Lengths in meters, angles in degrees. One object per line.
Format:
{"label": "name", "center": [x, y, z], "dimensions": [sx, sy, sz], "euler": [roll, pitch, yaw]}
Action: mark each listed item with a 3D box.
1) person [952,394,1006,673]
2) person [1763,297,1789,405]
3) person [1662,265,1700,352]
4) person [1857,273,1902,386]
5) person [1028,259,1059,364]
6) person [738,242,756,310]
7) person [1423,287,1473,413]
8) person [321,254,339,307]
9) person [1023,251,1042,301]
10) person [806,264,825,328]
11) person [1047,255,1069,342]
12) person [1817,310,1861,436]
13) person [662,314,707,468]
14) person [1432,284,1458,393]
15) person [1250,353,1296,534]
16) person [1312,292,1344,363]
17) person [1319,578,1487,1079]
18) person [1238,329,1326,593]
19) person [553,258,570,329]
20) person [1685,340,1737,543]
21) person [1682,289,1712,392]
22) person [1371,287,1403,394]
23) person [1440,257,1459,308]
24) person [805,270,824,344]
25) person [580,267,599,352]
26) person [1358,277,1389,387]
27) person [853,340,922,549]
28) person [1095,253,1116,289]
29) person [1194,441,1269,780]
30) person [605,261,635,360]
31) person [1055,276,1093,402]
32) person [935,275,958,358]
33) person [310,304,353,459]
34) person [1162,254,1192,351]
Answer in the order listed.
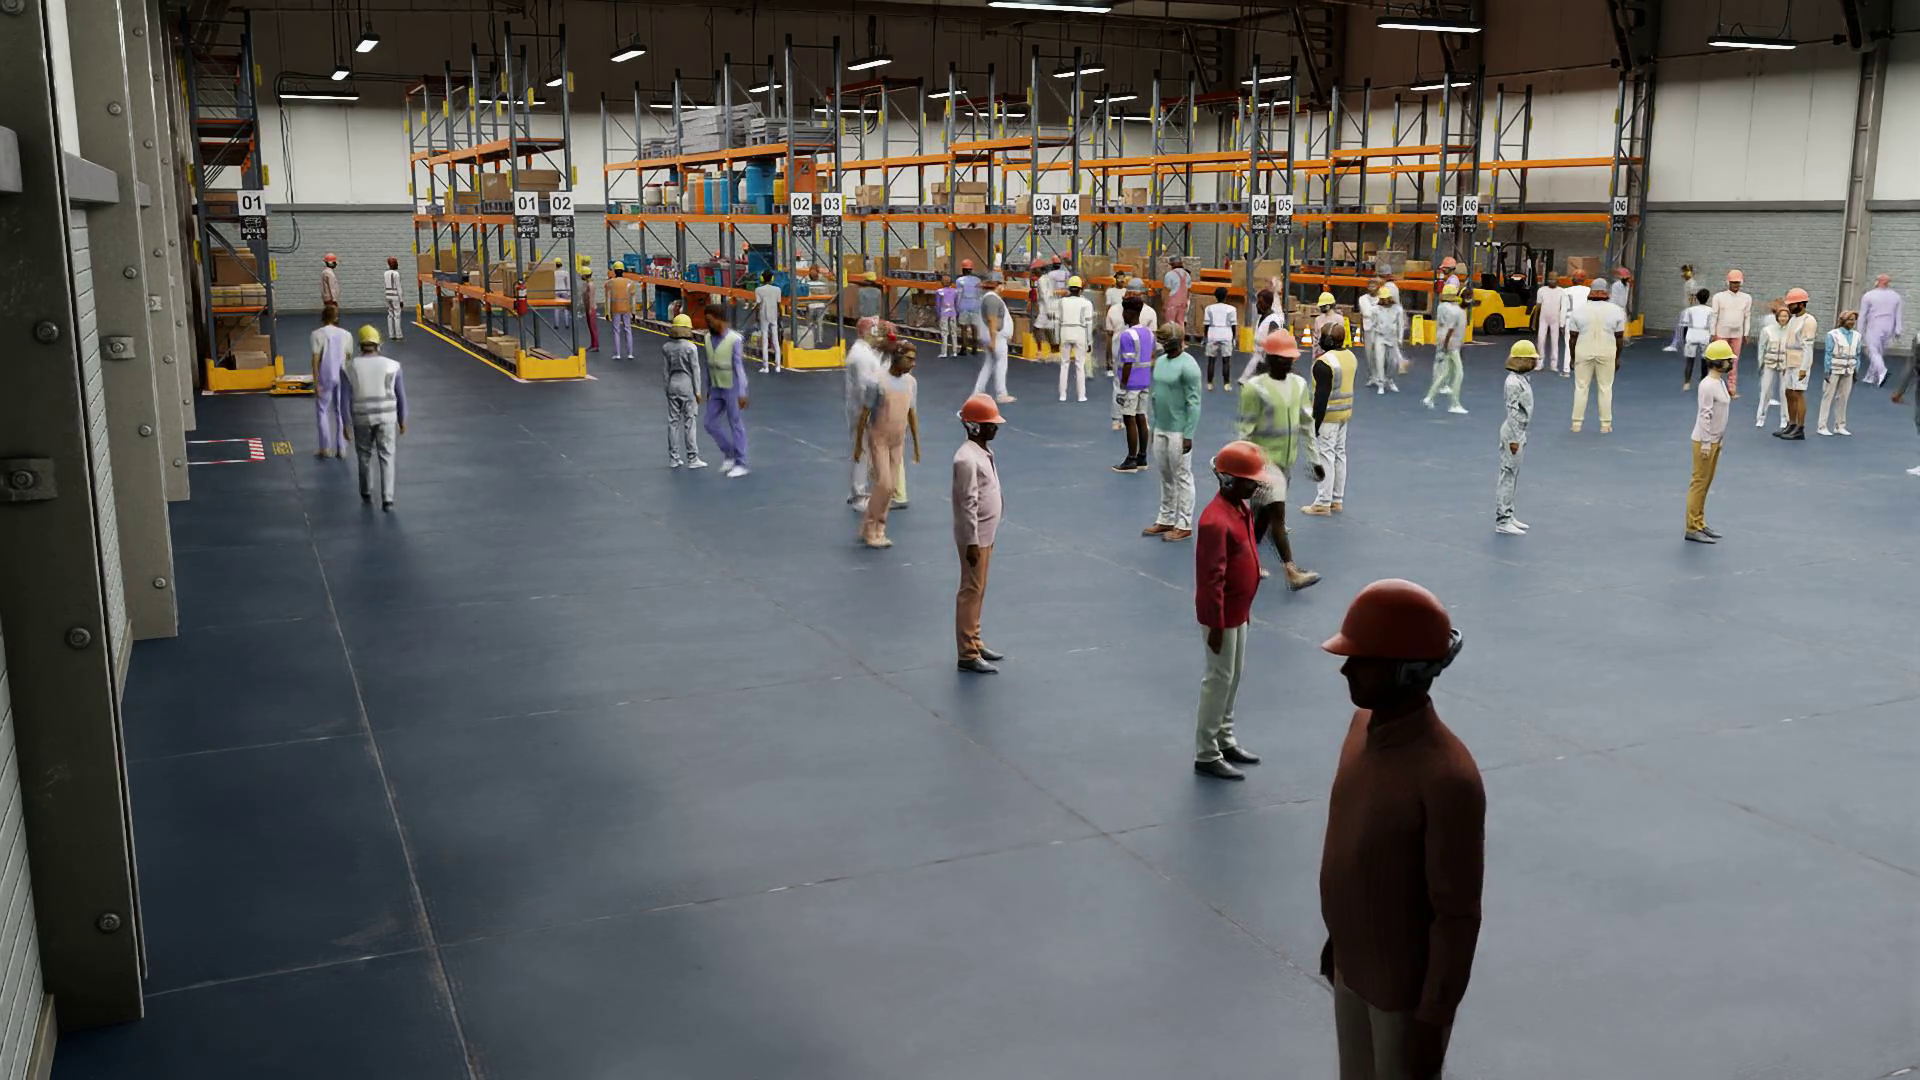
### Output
{"label": "person", "center": [0.123, -0.048, 10.504], "dimensions": [0.329, 1.751, 0.569], "euler": [2, 11, 9]}
{"label": "person", "center": [12.296, -2.834, 25.017], "dimensions": [0.406, 1.621, 0.514], "euler": [-2, 11, -10]}
{"label": "person", "center": [15.226, -4.812, 34.586], "dimensions": [0.956, 1.814, 0.552], "euler": [1, 11, 5]}
{"label": "person", "center": [15.427, -3.527, 27.883], "dimensions": [0.657, 1.873, 0.831], "euler": [0, 11, -1]}
{"label": "person", "center": [1.576, -4.364, 31.799], "dimensions": [0.746, 1.997, 0.634], "euler": [2, 11, 12]}
{"label": "person", "center": [-6.308, -7.849, 49.468], "dimensions": [0.612, 2.029, 0.410], "euler": [3, 11, 14]}
{"label": "person", "center": [7.071, -2.754, 24.100], "dimensions": [0.722, 1.831, 0.570], "euler": [6, 13, 28]}
{"label": "person", "center": [-13.774, -5.269, 36.461], "dimensions": [0.400, 1.990, 0.623], "euler": [-8, 13, -34]}
{"label": "person", "center": [2.357, -8.726, 54.238], "dimensions": [0.637, 1.902, 0.406], "euler": [-2, 11, -9]}
{"label": "person", "center": [-3.700, -6.171, 42.024], "dimensions": [0.521, 1.580, 0.839], "euler": [-8, 14, -35]}
{"label": "person", "center": [2.165, -5.394, 37.206], "dimensions": [0.542, 1.939, 0.359], "euler": [-7, 13, -33]}
{"label": "person", "center": [11.422, -2.164, 21.577], "dimensions": [0.518, 1.632, 0.313], "euler": [-2, 11, -12]}
{"label": "person", "center": [-3.134, -1.685, 18.872], "dimensions": [0.484, 1.736, 0.305], "euler": [5, 12, 24]}
{"label": "person", "center": [7.807, -3.226, 26.687], "dimensions": [0.295, 1.743, 0.492], "euler": [-2, 11, -8]}
{"label": "person", "center": [2.843, -0.928, 15.016], "dimensions": [0.350, 1.744, 0.557], "euler": [-5, 12, -25]}
{"label": "person", "center": [5.230, -2.648, 23.724], "dimensions": [0.342, 1.753, 0.535], "euler": [-8, 14, -36]}
{"label": "person", "center": [1.069, 1.072, 4.195], "dimensions": [0.383, 1.996, 0.609], "euler": [-2, 11, -10]}
{"label": "person", "center": [2.480, -0.612, 12.770], "dimensions": [0.613, 1.986, 1.041], "euler": [-7, 13, -33]}
{"label": "person", "center": [-9.991, -6.149, 41.481], "dimensions": [0.532, 1.768, 0.311], "euler": [-5, 12, -24]}
{"label": "person", "center": [6.602, -0.866, 14.625], "dimensions": [0.299, 1.772, 0.530], "euler": [8, 14, 34]}
{"label": "person", "center": [11.989, -3.235, 26.953], "dimensions": [0.546, 1.656, 0.795], "euler": [8, 13, 34]}
{"label": "person", "center": [6.825, -3.202, 26.642], "dimensions": [0.506, 1.711, 0.630], "euler": [2, 11, 10]}
{"label": "person", "center": [9.411, -4.426, 32.059], "dimensions": [0.419, 2.034, 0.605], "euler": [3, 11, 13]}
{"label": "person", "center": [-3.265, -5.161, 36.834], "dimensions": [0.540, 1.604, 0.791], "euler": [-7, 13, -31]}
{"label": "person", "center": [-7.741, -4.804, 34.671], "dimensions": [0.334, 1.763, 0.521], "euler": [-5, 12, -22]}
{"label": "person", "center": [6.936, -3.459, 27.678], "dimensions": [0.623, 1.814, 0.655], "euler": [8, 13, 34]}
{"label": "person", "center": [-0.618, -0.810, 14.246], "dimensions": [0.542, 1.802, 0.503], "euler": [-11, 16, -44]}
{"label": "person", "center": [3.902, -6.734, 44.330], "dimensions": [0.543, 1.821, 0.967], "euler": [-3, 11, -14]}
{"label": "person", "center": [1.388, 0.354, 8.507], "dimensions": [0.351, 1.739, 0.573], "euler": [5, 12, 22]}
{"label": "person", "center": [-6.702, -4.522, 32.807], "dimensions": [0.594, 1.922, 0.375], "euler": [-5, 12, -22]}
{"label": "person", "center": [1.740, -3.076, 25.490], "dimensions": [0.586, 1.917, 0.402], "euler": [3, 11, 14]}
{"label": "person", "center": [-0.259, -4.448, 33.168], "dimensions": [0.515, 1.636, 0.314], "euler": [-6, 13, -27]}
{"label": "person", "center": [-7.353, -1.857, 19.561], "dimensions": [0.532, 1.804, 0.489], "euler": [-9, 14, -38]}
{"label": "person", "center": [4.464, -4.954, 34.706], "dimensions": [0.685, 2.000, 0.535], "euler": [-9, 14, -37]}
